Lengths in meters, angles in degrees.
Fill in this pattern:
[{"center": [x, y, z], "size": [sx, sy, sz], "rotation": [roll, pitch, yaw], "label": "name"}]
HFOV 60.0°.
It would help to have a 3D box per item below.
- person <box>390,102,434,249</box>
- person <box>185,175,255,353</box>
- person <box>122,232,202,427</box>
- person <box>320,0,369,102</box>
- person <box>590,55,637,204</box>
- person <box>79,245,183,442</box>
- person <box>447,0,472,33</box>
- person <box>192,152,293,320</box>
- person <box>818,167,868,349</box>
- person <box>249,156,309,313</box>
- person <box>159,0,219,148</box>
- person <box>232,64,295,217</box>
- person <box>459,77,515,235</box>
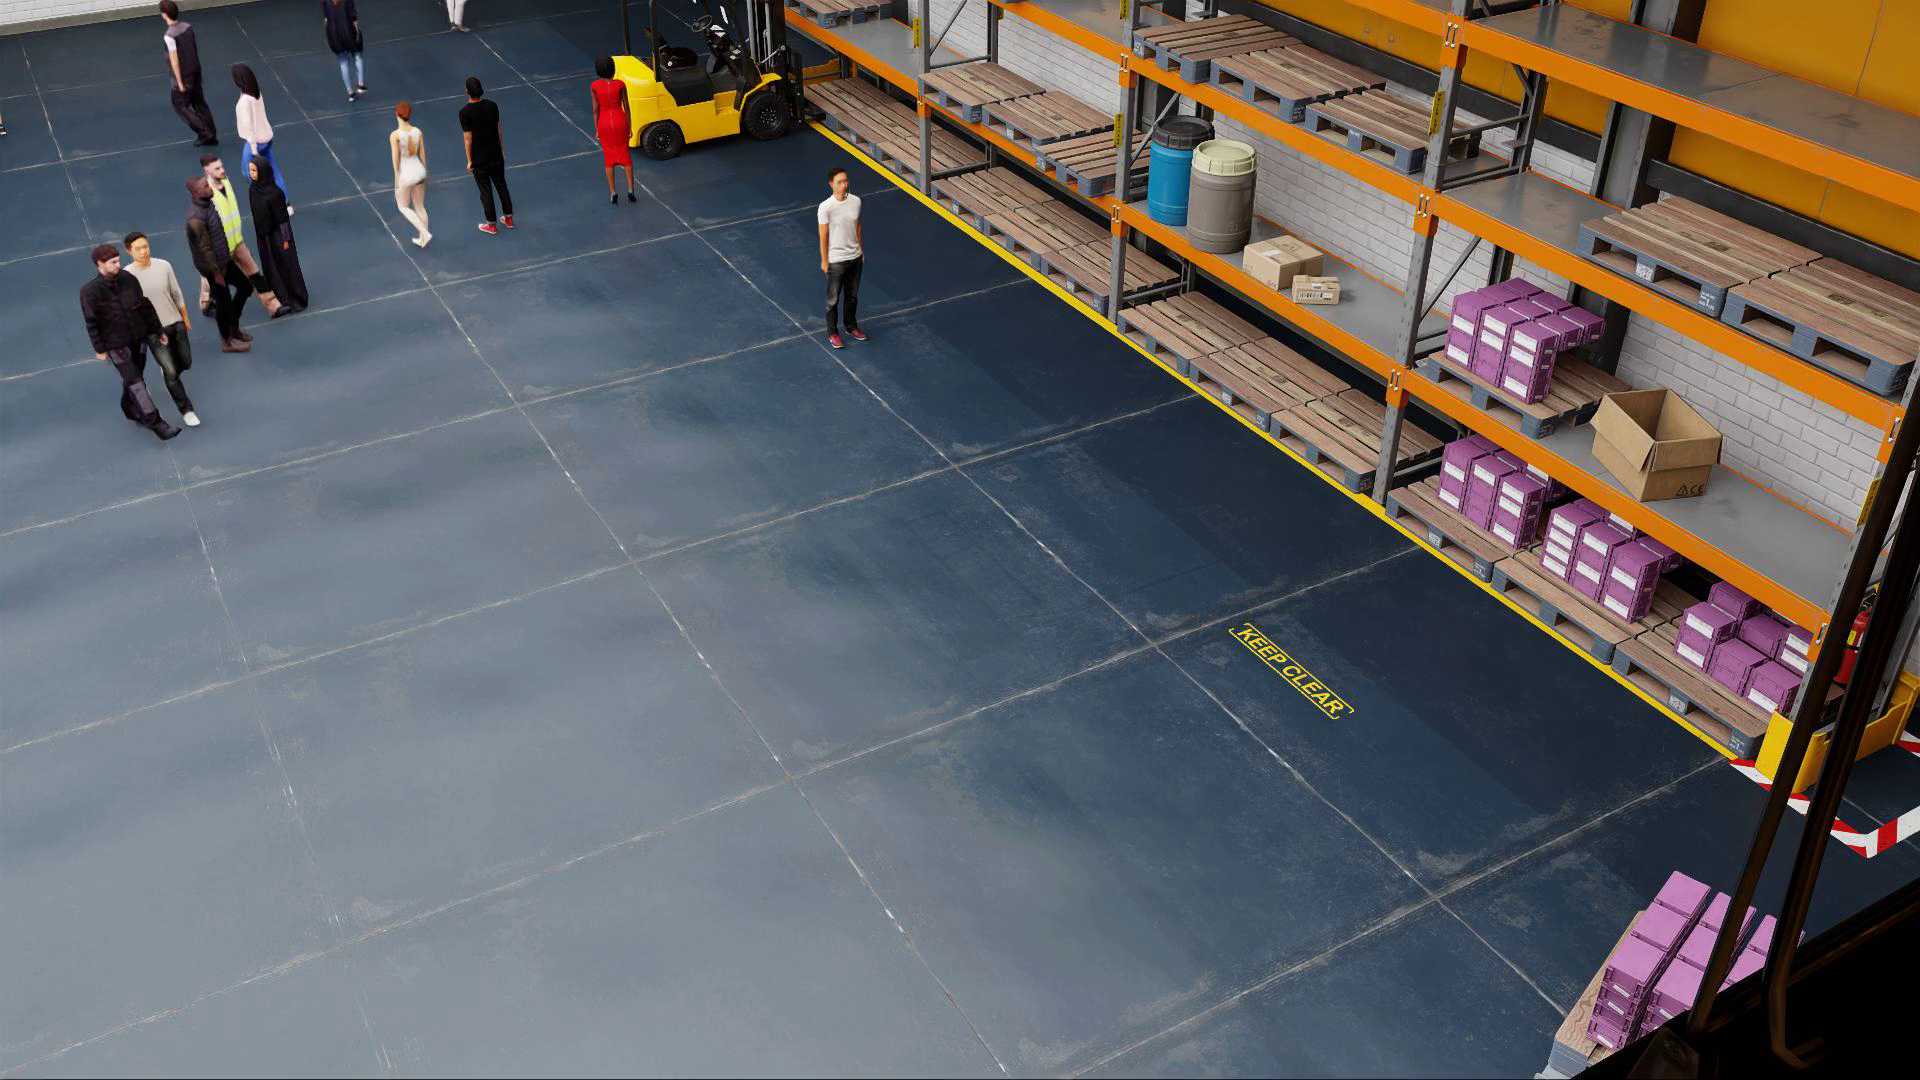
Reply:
[{"center": [-5.929, -3.933, 18.133], "size": [0.789, 1.628, 0.709], "rotation": [22, 40, 30], "label": "person"}, {"center": [-7.248, -2.649, 16.023], "size": [0.890, 1.824, 0.749], "rotation": [-4, 34, -7], "label": "person"}, {"center": [-7.225, -1.948, 15.001], "size": [0.821, 1.789, 1.105], "rotation": [-28, 43, -35], "label": "person"}, {"center": [-8.280, -6.727, 22.303], "size": [0.744, 1.665, 0.824], "rotation": [-6, 34, -9], "label": "person"}, {"center": [-4.014, -4.745, 19.251], "size": [0.636, 1.743, 0.612], "rotation": [-6, 34, -9], "label": "person"}, {"center": [-7.449, -1.768, 14.729], "size": [1.242, 1.790, 1.111], "rotation": [15, 36, 21], "label": "person"}, {"center": [-7.660, -8.561, 24.960], "size": [0.523, 1.779, 0.921], "rotation": [28, 43, 35], "label": "person"}, {"center": [-7.407, -2.991, 16.572], "size": [1.292, 1.787, 1.213], "rotation": [6, 34, 9], "label": "person"}, {"center": [-1.150, -2.777, 16.235], "size": [0.673, 1.804, 0.577], "rotation": [-24, 40, -31], "label": "person"}, {"center": [-6.976, -3.123, 16.926], "size": [0.672, 1.615, 0.760], "rotation": [18, 38, 25], "label": "person"}, {"center": [-9.553, -5.785, 20.734], "size": [0.861, 1.834, 0.803], "rotation": [9, 35, 14], "label": "person"}, {"center": [-7.874, -4.508, 18.886], "size": [0.897, 1.751, 0.827], "rotation": [4, 34, 5], "label": "person"}, {"center": [-5.290, -4.294, 18.558], "size": [0.675, 1.758, 0.640], "rotation": [-28, 43, -35], "label": "person"}]
